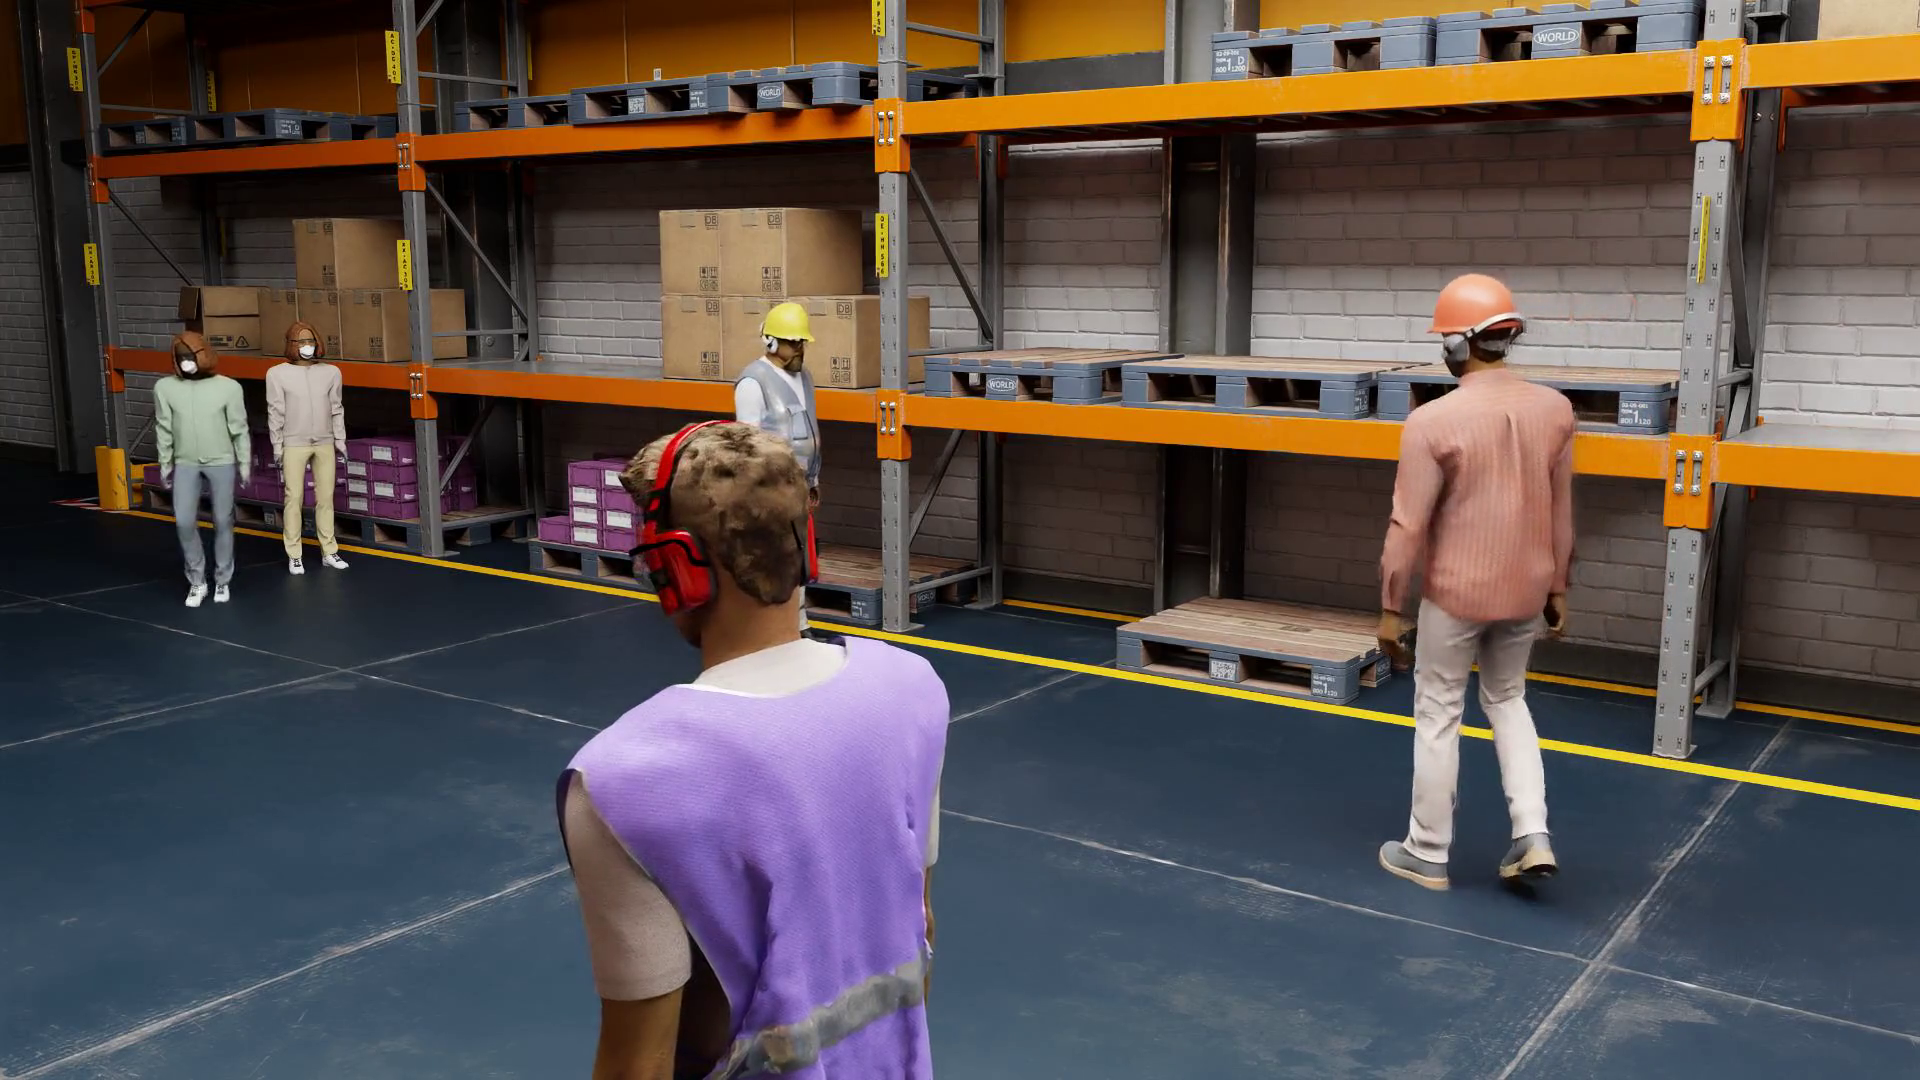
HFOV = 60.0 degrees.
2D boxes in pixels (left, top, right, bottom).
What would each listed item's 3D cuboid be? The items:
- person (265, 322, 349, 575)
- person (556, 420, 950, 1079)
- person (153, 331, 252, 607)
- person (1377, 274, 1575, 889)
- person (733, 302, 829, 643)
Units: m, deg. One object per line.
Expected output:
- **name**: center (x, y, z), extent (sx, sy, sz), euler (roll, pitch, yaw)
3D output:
- **person**: center (-4.234, -0.600, 10.824), extent (0.500, 1.633, 0.279), euler (-9, 13, -43)
- **person**: center (-0.229, 0.773, 2.039), extent (0.389, 1.838, 0.563), euler (7, 12, 38)
- **person**: center (-4.417, -0.408, 9.717), extent (0.524, 1.606, 0.537), euler (-3, 10, -15)
- **person**: center (1.622, 0.158, 5.268), extent (0.662, 1.981, 0.524), euler (-3, 10, -17)
- **person**: center (-0.910, -0.307, 8.550), extent (0.412, 1.816, 0.607), euler (4, 10, 24)
